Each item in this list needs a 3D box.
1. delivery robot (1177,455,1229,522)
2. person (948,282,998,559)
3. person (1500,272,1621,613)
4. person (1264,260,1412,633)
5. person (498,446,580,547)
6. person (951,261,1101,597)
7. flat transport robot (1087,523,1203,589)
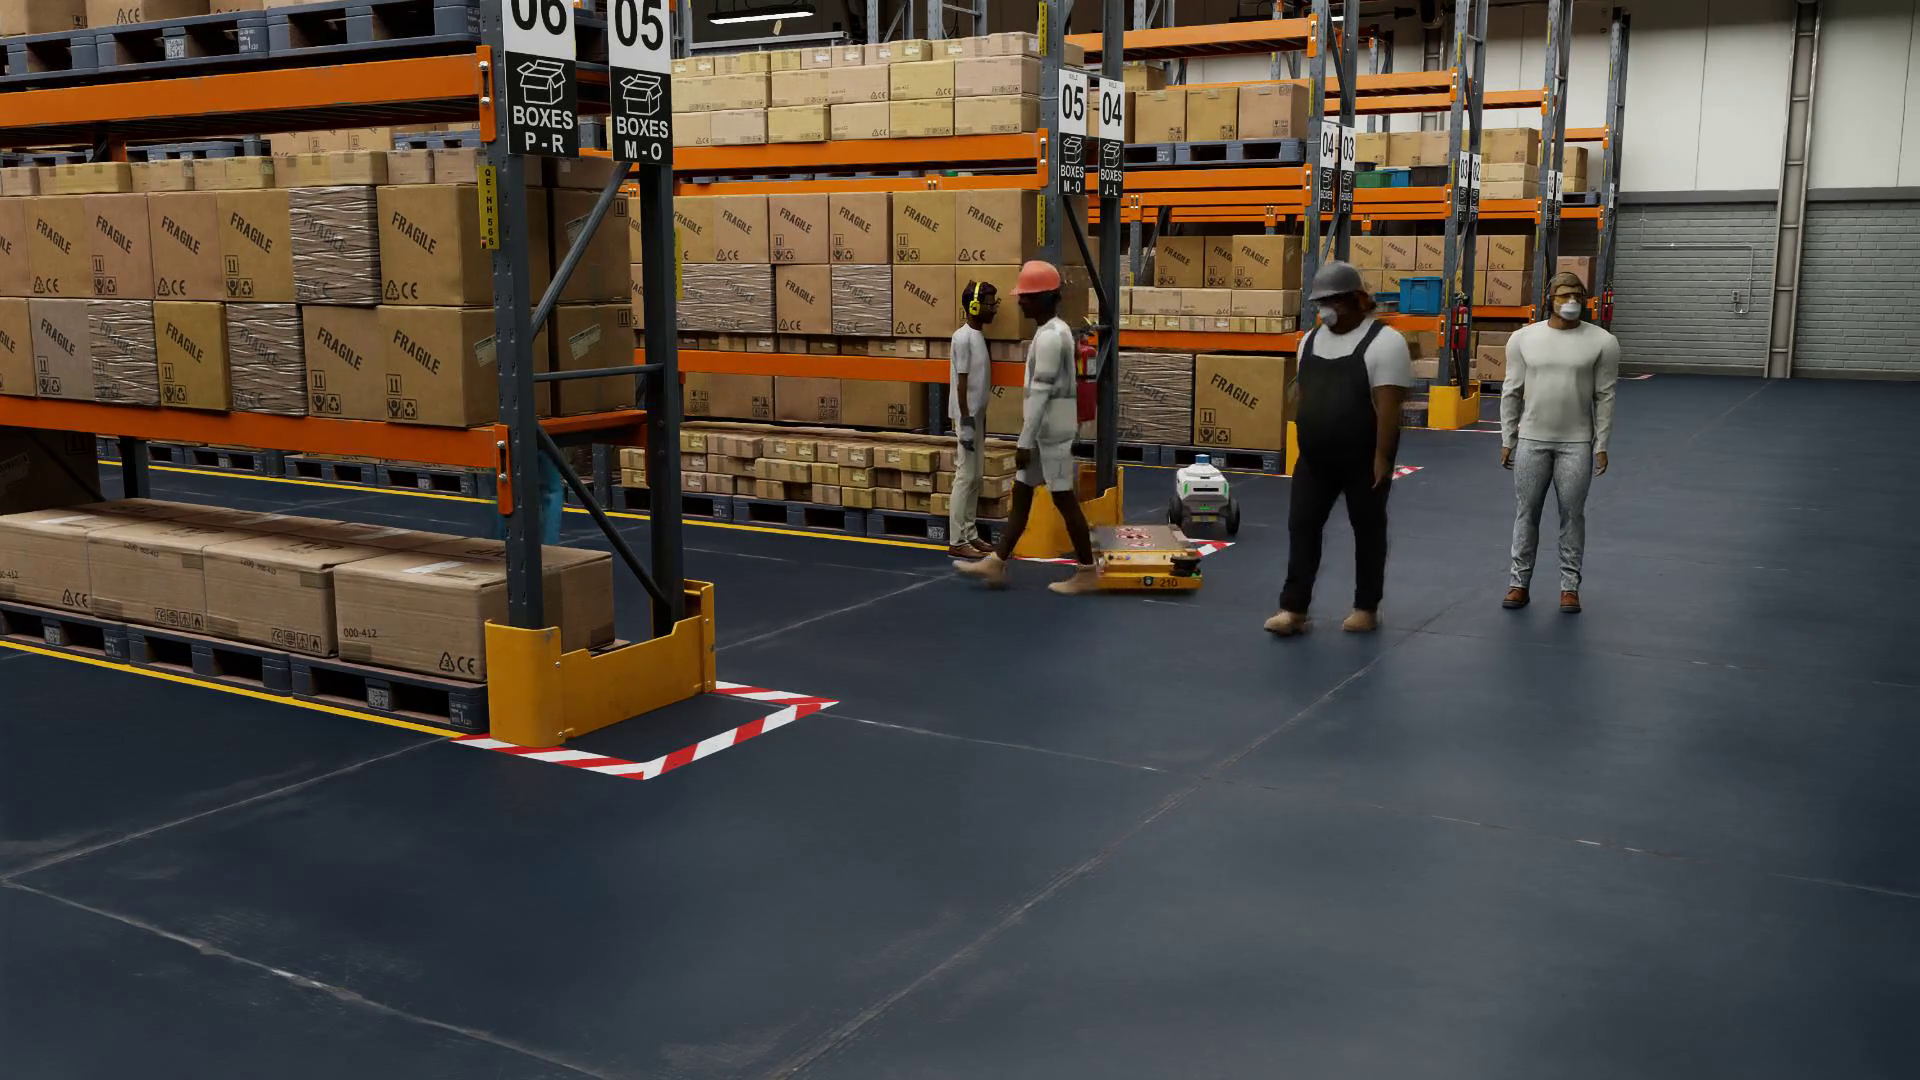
[{"bbox_3d":[1.798,-0.392,12.347,0.477,0.478,0.707,1,10,4],"label":"delivery robot"},{"bbox_3d":[0.094,-0.801,11.213,0.332,1.860,0.510,3,10,15],"label":"person"},{"bbox_3d":[3.413,-0.555,9.531,0.629,1.940,0.372,4,11,24],"label":"person"},{"bbox_3d":[1.987,-0.484,8.816,0.700,2.000,0.864,9,13,42],"label":"person"},{"bbox_3d":[-2.751,-0.645,10.471,0.734,1.808,0.398,0,10,2],"label":"person"},{"bbox_3d":[0.416,-0.645,9.887,0.932,1.992,0.622,0,10,3],"label":"person"},{"bbox_3d":[1.132,0.085,10.660,0.652,0.197,1.431,0,10,0],"label":"flat transport robot"}]
